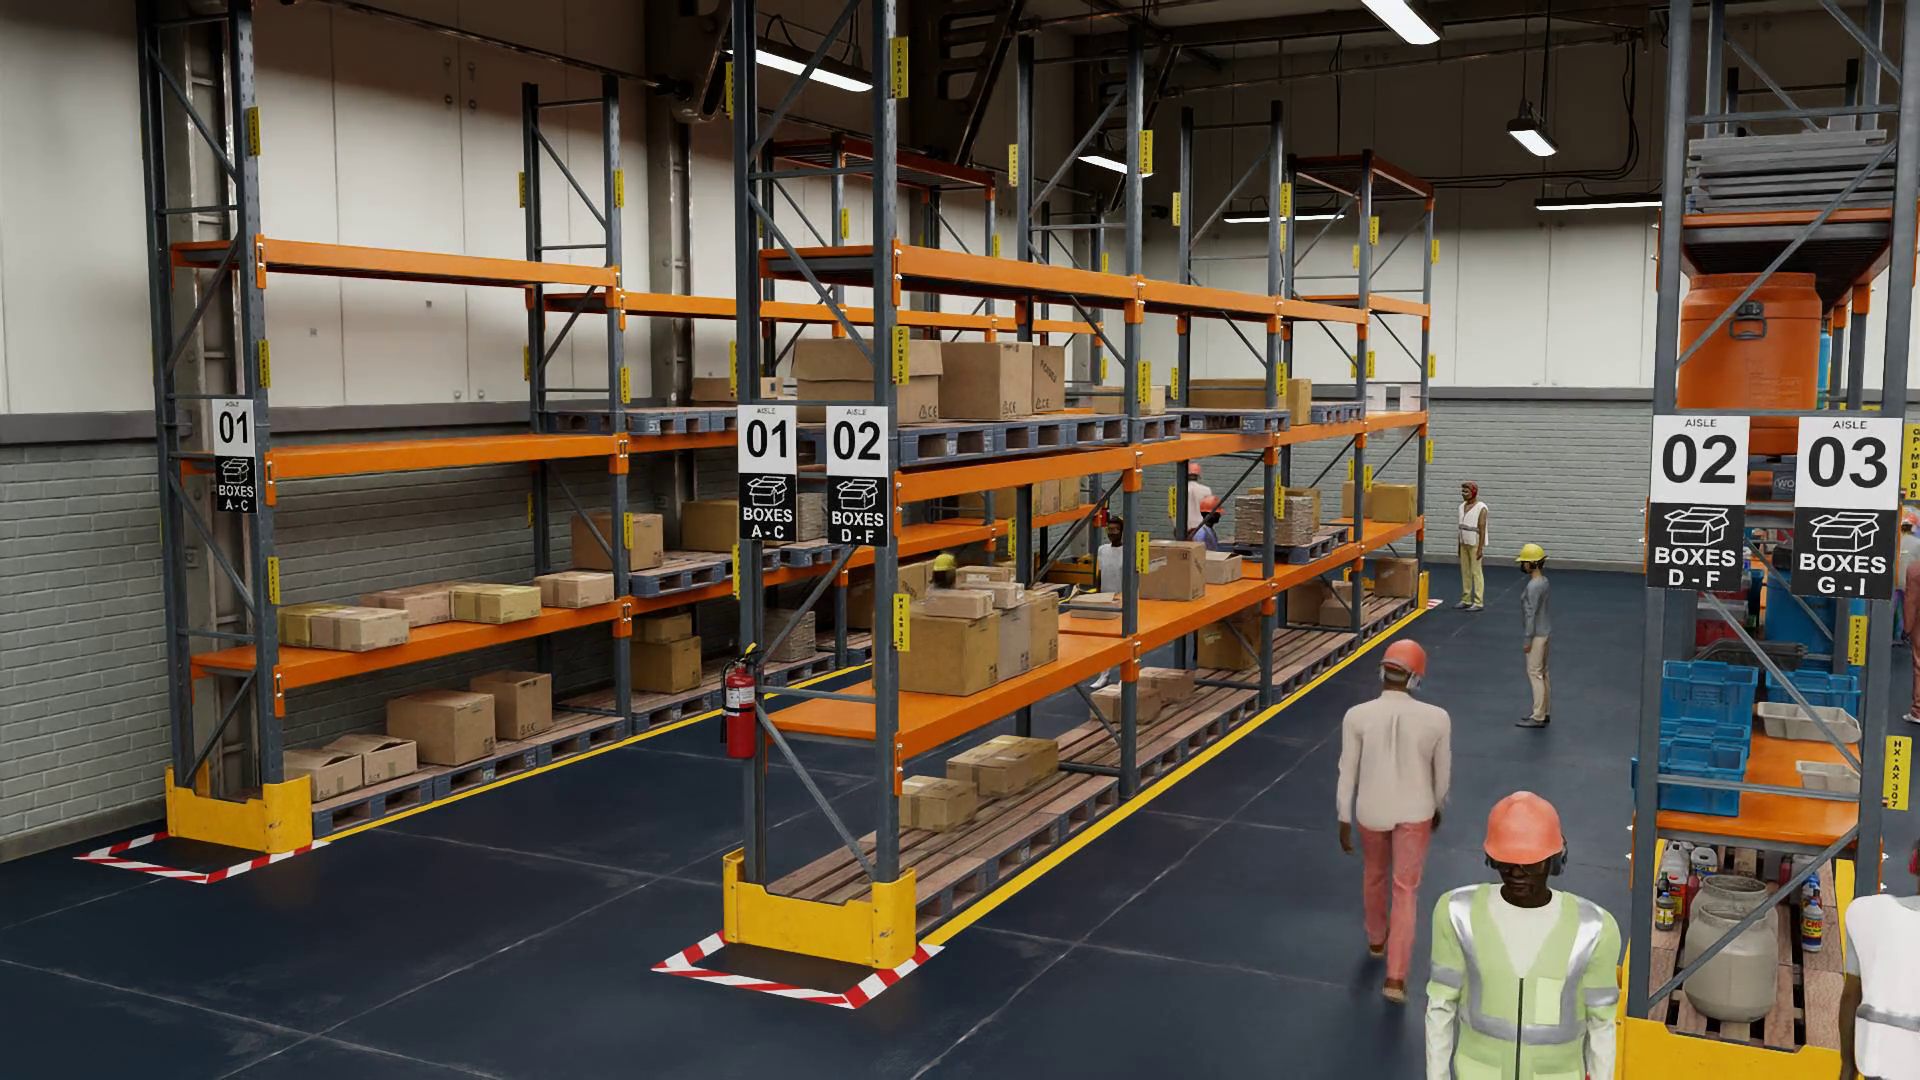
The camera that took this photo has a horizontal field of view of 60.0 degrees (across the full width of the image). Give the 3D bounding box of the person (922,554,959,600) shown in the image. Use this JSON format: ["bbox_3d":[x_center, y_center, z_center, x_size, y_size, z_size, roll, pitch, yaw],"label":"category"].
[{"bbox_3d":[-0.133,0.978,15.573,0.505,1.698,0.883,2,6,22],"label":"person"}]

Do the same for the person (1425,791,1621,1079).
[{"bbox_3d":[1.870,1.841,5.575,0.615,2.041,0.392,2,6,21],"label":"person"}]

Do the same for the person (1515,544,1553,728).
[{"bbox_3d":[5.498,0.915,15.973,0.349,1.758,0.521,3,7,29],"label":"person"}]

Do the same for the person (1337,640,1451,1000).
[{"bbox_3d":[2.419,1.526,9.294,0.601,1.932,1.103,2,6,17],"label":"person"}]

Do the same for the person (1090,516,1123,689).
[{"bbox_3d":[1.647,0.674,17.738,0.513,1.877,0.328,4,7,34],"label":"person"}]

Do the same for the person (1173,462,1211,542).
[{"bbox_3d":[3.683,-0.250,26.357,0.622,1.962,0.982,2,6,20],"label":"person"}]

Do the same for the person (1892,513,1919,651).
[{"bbox_3d":[11.344,0.522,19.998,0.868,1.695,0.587,-5,8,-40],"label":"person"}]

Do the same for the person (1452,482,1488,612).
[{"bbox_3d":[7.255,0.094,23.580,0.394,1.836,0.558,-2,6,-20],"label":"person"}]

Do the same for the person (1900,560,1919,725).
[{"bbox_3d":[9.402,0.833,16.012,0.641,1.913,0.407,1,6,10],"label":"person"}]

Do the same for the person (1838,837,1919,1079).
[{"bbox_3d":[3.392,1.915,5.874,0.416,1.834,0.574,-5,8,-42],"label":"person"}]

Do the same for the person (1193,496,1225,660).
[{"bbox_3d":[2.918,0.453,19.577,0.371,1.939,0.543,2,6,20],"label":"person"}]
